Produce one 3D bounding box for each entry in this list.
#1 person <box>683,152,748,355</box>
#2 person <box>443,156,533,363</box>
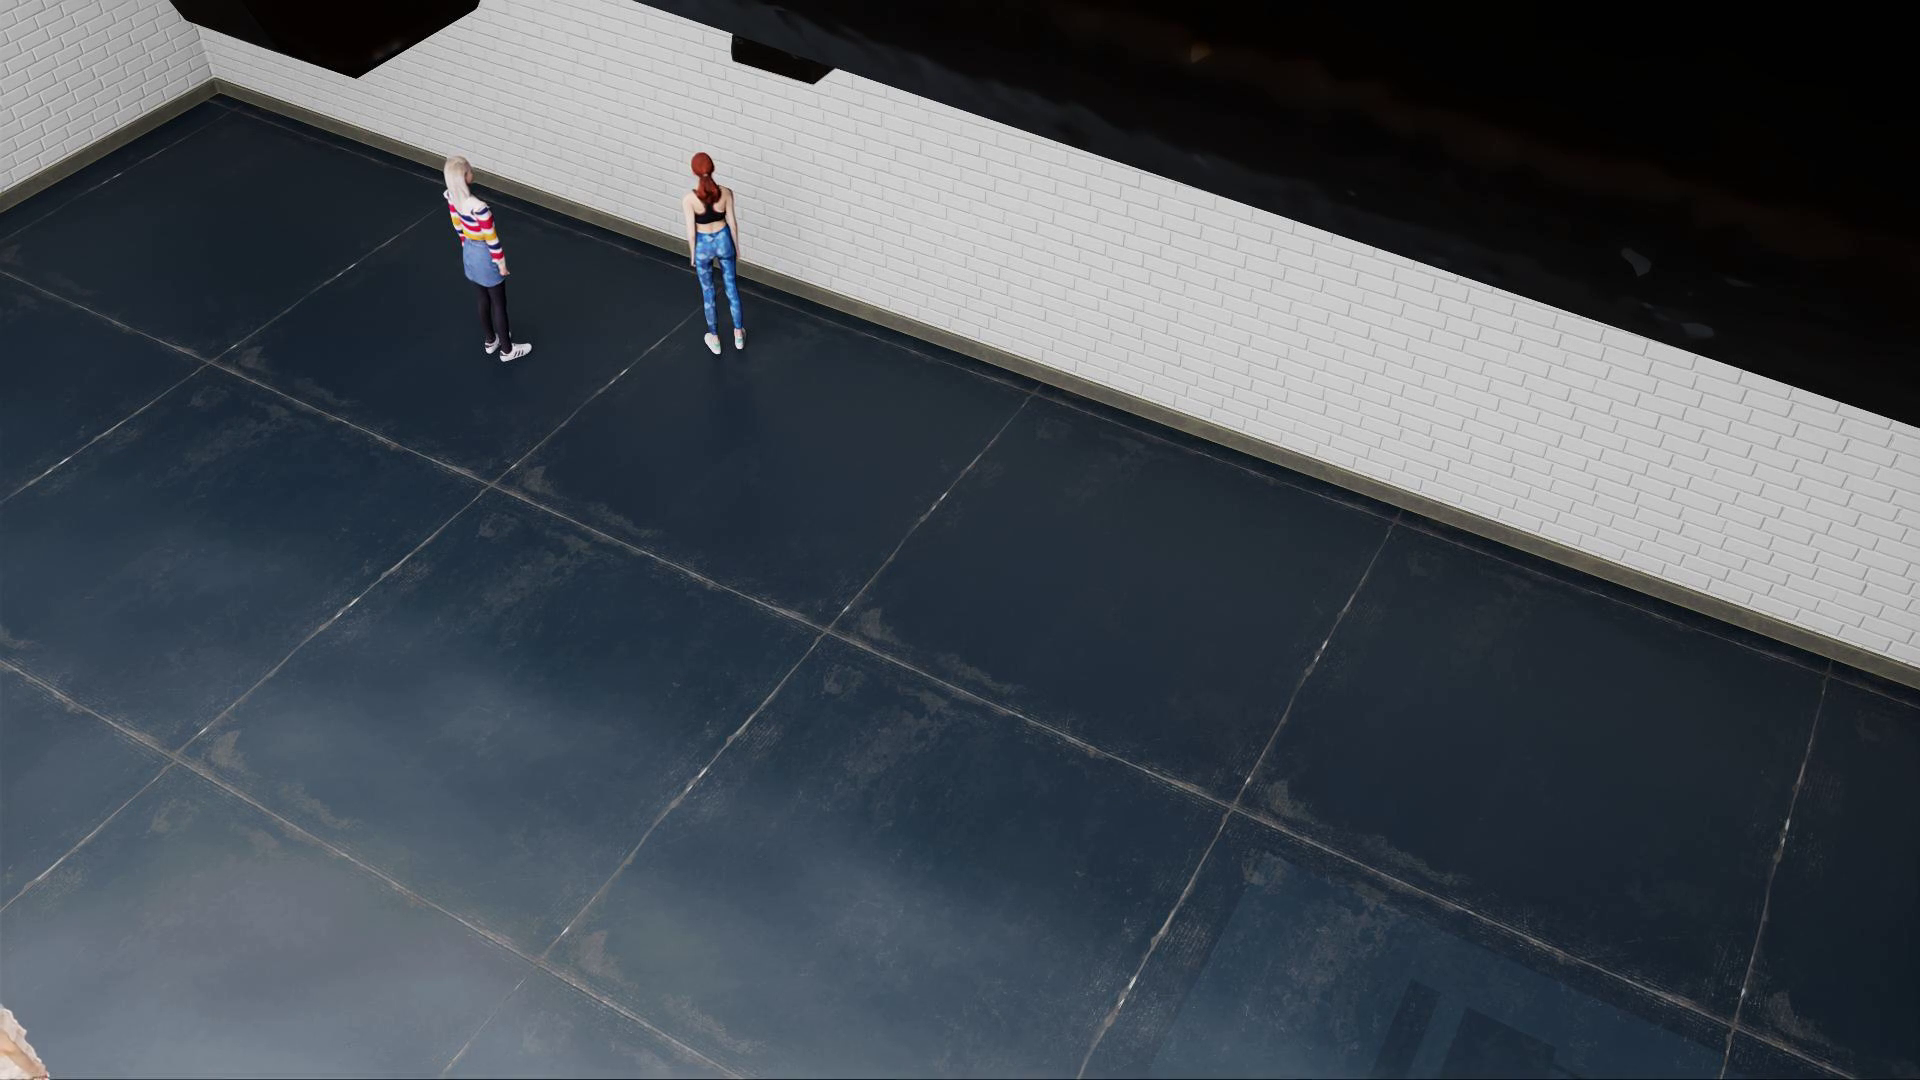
[{"bbox_3d":[-1.933,-2.257,13.102,0.693,1.788,0.756,-13,45,-13],"label":"person"},{"bbox_3d":[-3.748,-2.209,13.029,0.692,1.809,0.589,31,52,28],"label":"person"}]
